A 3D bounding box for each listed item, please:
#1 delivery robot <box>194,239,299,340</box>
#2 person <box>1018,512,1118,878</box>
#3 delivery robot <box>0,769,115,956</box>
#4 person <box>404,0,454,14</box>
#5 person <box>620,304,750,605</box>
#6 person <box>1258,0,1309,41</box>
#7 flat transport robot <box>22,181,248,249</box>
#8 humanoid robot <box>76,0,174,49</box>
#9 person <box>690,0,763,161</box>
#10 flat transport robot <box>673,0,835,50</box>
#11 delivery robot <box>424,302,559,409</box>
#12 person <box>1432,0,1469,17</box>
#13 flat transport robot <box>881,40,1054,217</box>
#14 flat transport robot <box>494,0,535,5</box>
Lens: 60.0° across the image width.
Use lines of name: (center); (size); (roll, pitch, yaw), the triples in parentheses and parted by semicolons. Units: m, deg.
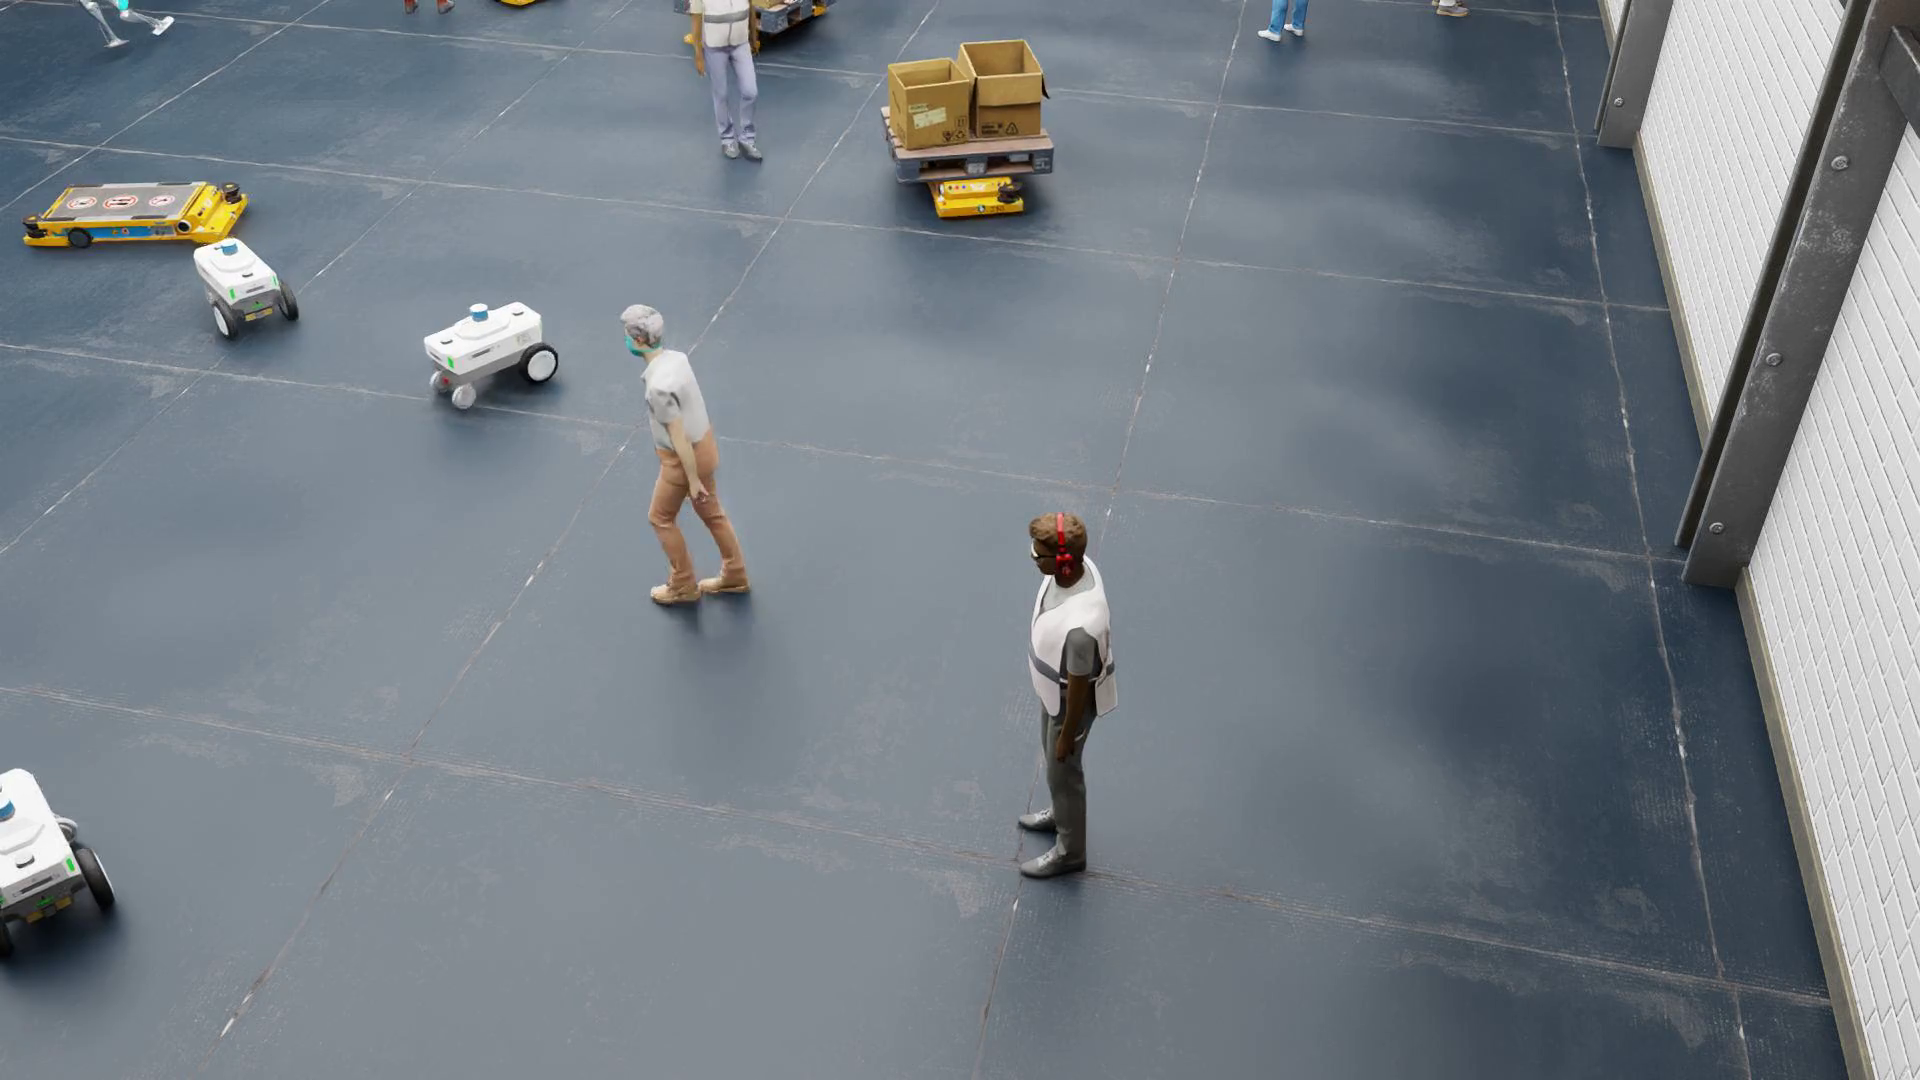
delivery robot: (-4.893, -1.737, 11.320); (0.499, 0.614, 0.790); (-27, 44, -31)
person: (0.463, 0.655, 7.038); (0.389, 1.832, 0.569); (-3, 37, -4)
delivery robot: (-4.033, 1.364, 7.170); (0.512, 0.613, 0.785); (-26, 44, -30)
person: (-5.263, -5.975, 15.882); (0.530, 1.872, 0.416); (-2, 37, -2)
person: (-1.430, -0.406, 8.576); (0.630, 1.688, 0.505); (5, 37, 6)
person: (3.068, -5.505, 15.374); (0.487, 1.720, 0.379); (-20, 41, -25)
flat transport robot: (-6.185, -2.443, 12.488); (1.431, 0.231, 0.659); (-2, 37, -3)
humanoid robot: (-7.704, -5.247, 15.011); (0.539, 1.737, 1.004); (13, 39, 17)
person: (-1.823, -3.866, 13.091); (0.614, 1.820, 0.547); (-22, 42, -26)
flat transport robot: (-1.942, -4.985, 15.890); (0.659, 0.231, 1.431); (19, 41, 24)
delivery robot: (-3.010, -1.231, 10.619); (0.773, 0.586, 0.499); (-30, 46, -34)
person: (4.825, -6.000, 15.899); (0.360, 1.884, 0.572); (4, 37, 5)
flat transport robot: (0.055, -2.959, 13.178); (0.659, 0.231, 1.431); (-6, 37, -7)
flat transport robot: (-4.698, -5.727, 16.882); (1.431, 0.231, 0.659); (24, 43, 28)
